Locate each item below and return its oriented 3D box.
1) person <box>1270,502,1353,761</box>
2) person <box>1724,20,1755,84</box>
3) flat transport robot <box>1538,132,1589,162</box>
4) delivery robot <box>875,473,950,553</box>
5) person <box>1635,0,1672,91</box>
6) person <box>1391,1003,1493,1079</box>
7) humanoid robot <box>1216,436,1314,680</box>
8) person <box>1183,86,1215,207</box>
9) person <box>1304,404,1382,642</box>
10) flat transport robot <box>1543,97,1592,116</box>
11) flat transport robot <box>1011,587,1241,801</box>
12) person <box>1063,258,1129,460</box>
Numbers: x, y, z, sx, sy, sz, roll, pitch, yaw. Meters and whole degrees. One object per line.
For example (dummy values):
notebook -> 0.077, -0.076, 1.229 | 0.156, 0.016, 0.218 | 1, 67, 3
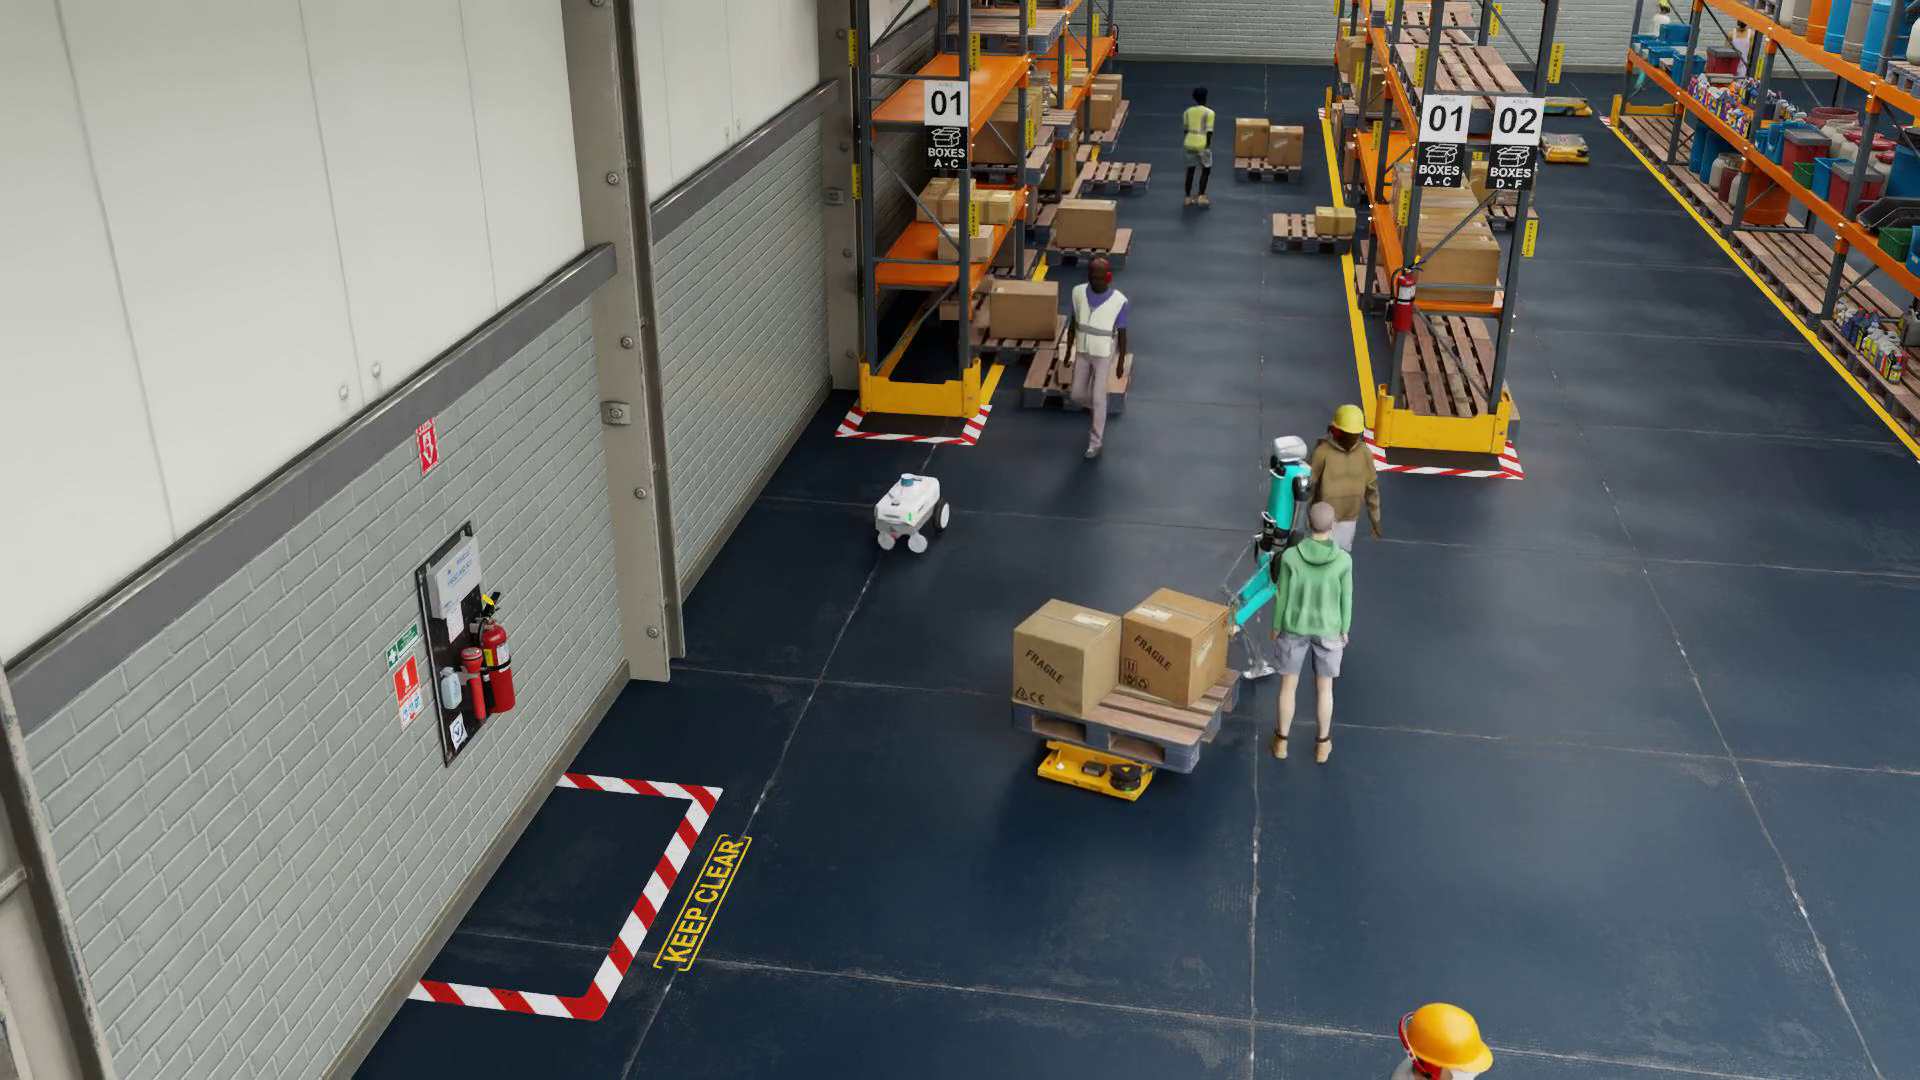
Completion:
person -> 2.182, 0.586, 10.364 | 0.482, 1.740, 0.317 | 4, 25, 8
person -> 13.760, -8.422, 29.524 | 0.528, 1.850, 0.439 | 6, 26, 12
flat transport robot -> 9.787, -6.375, 27.002 | 0.659, 0.231, 1.431 | 5, 26, 11
delivery robot -> -0.410, -0.259, 13.565 | 0.521, 0.587, 0.751 | 8, 26, 17
person -> 13.533, -9.538, 32.056 | 0.901, 1.723, 0.530 | -2, 25, -4
person -> 1.675, 2.474, 6.158 | 0.380, 1.890, 0.562 | 16, 29, 31
humanoid robot -> 1.983, 0.167, 11.253 | 0.693, 1.780, 0.545 | -4, 25, -9
person -> 3.358, -5.589, 23.659 | 0.548, 1.666, 0.449 | 19, 31, 35
person -> 2.735, -0.115, 11.870 | 0.581, 1.730, 0.826 | -6, 26, -12
flat transport robot -> 10.711, -7.894, 30.253 | 1.431, 0.231, 0.659 | 4, 25, 9
flat transport robot -> 1.089, 1.198, 10.793 | 0.659, 0.231, 1.431 | 12, 28, 24
person -> 1.253, -1.692, 15.141 | 0.598, 1.822, 0.609 | 16, 29, 31
